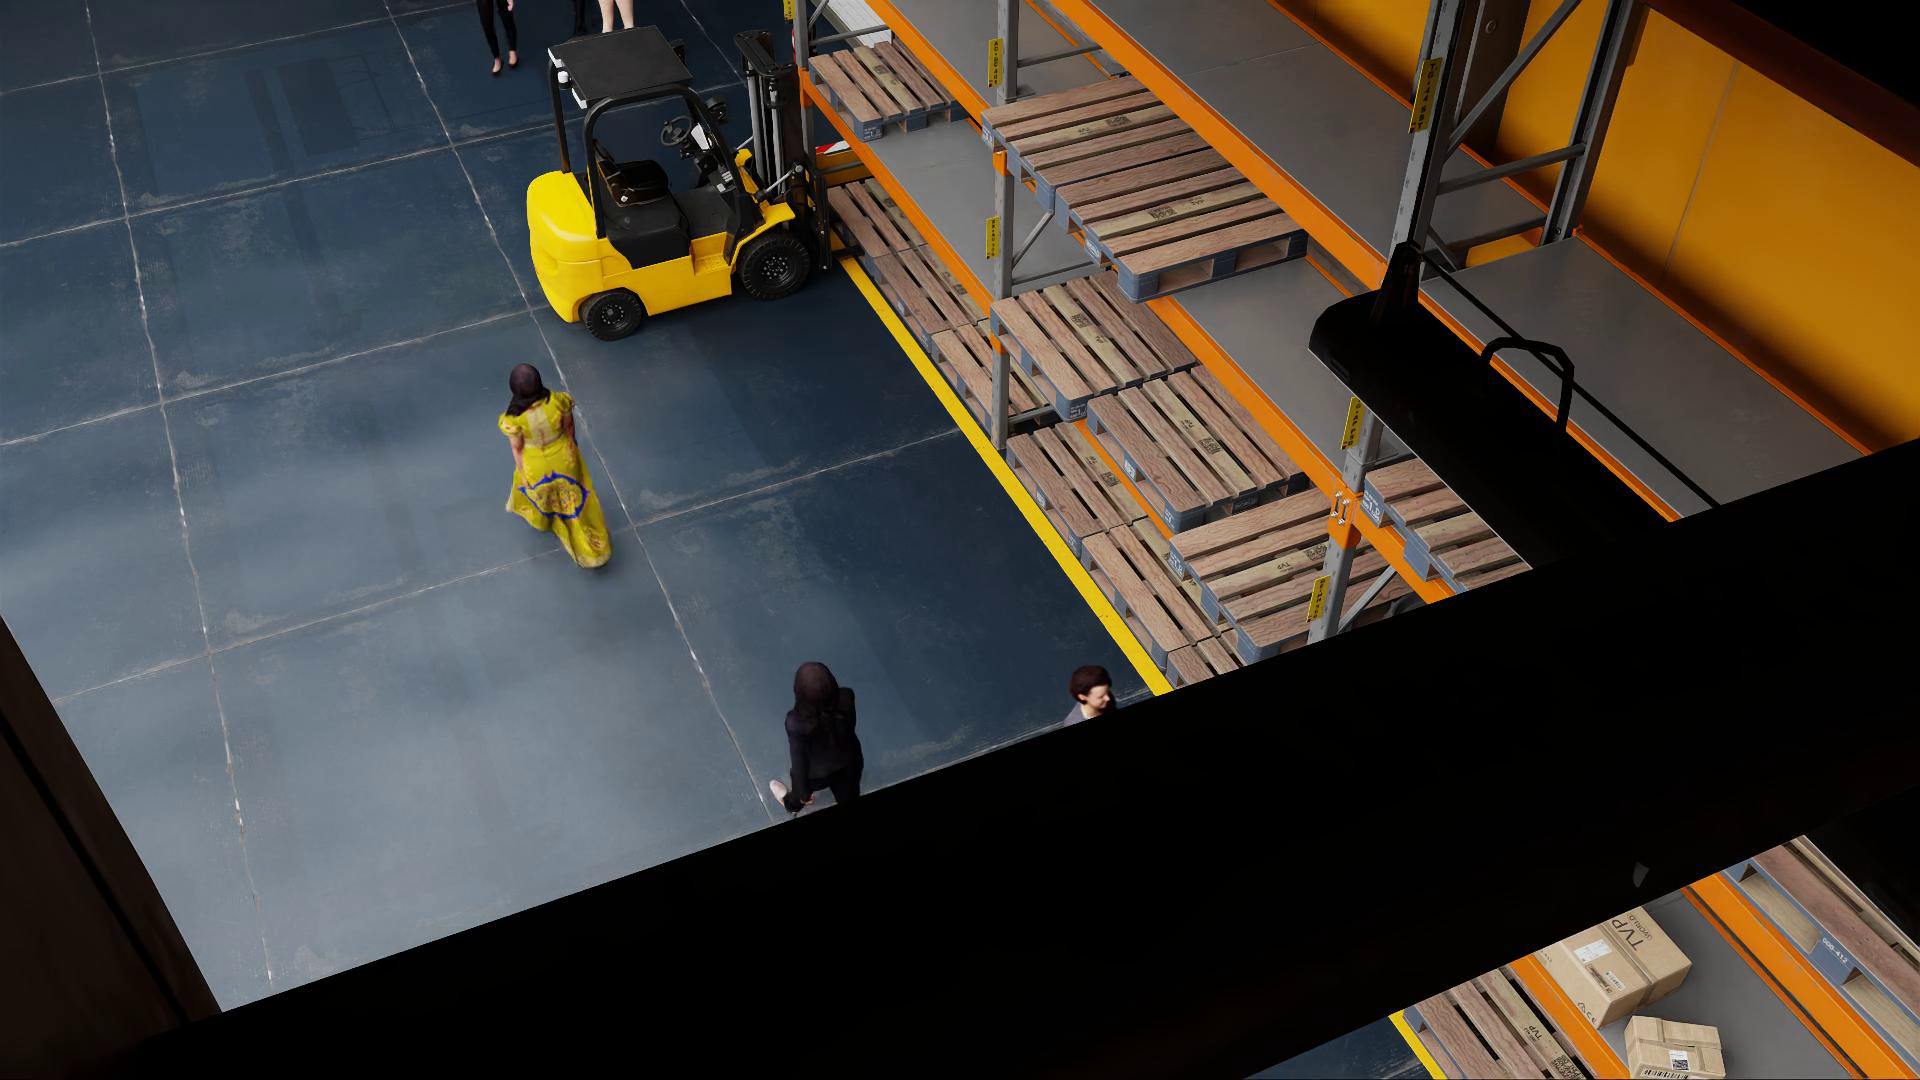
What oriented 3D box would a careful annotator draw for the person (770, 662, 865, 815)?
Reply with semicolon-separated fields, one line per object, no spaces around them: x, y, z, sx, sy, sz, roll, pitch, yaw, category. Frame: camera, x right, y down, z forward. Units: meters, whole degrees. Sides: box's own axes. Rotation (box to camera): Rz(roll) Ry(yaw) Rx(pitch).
-0.719;1.357;9.629;0.847;1.564;1.163;-30;51;-28;person

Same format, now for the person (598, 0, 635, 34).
-3.532;-5.637;16.912;0.620;1.644;0.627;4;44;5;person

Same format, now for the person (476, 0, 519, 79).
-4.703;-5.602;16.830;0.742;1.706;0.817;-2;44;-2;person

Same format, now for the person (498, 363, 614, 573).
-2.805;-0.464;11.512;0.746;1.602;1.188;-18;46;-18;person

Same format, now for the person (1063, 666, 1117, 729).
0.706;1.354;9.484;0.721;1.768;0.689;19;47;19;person
